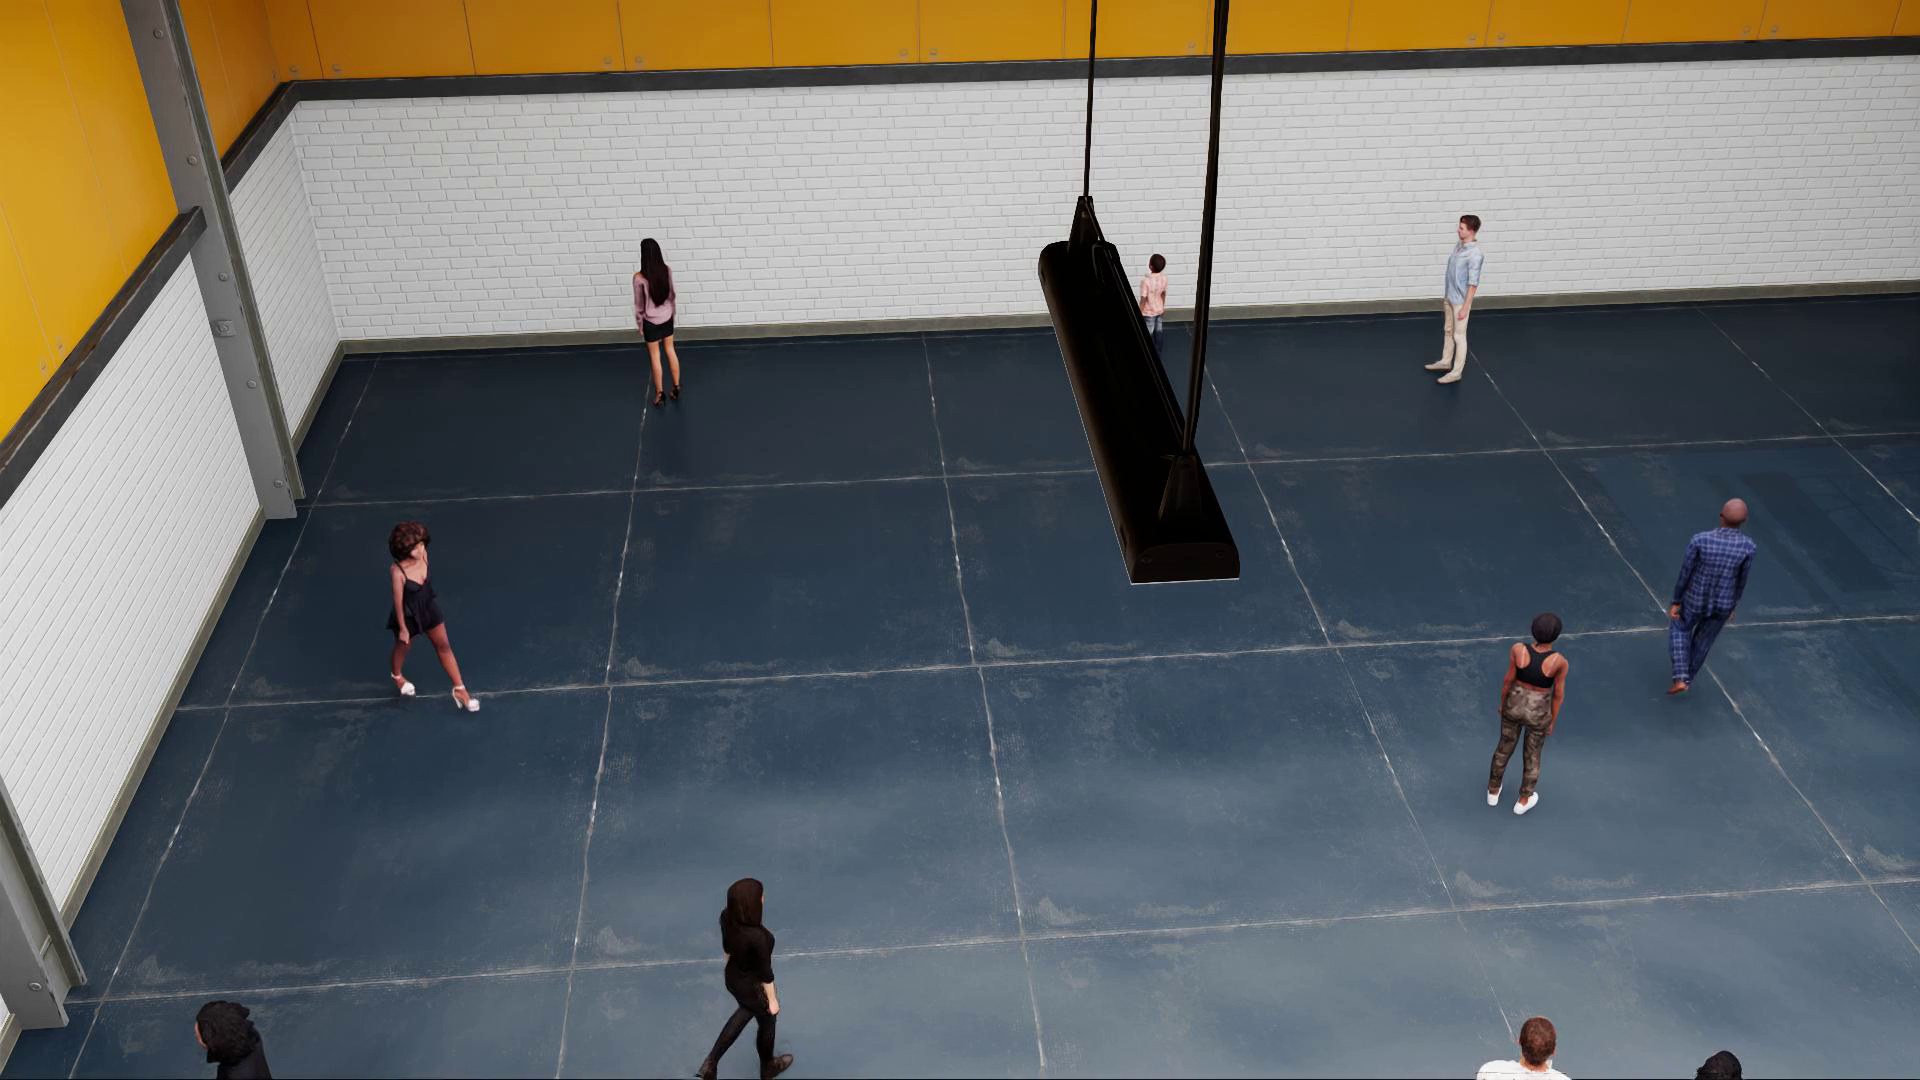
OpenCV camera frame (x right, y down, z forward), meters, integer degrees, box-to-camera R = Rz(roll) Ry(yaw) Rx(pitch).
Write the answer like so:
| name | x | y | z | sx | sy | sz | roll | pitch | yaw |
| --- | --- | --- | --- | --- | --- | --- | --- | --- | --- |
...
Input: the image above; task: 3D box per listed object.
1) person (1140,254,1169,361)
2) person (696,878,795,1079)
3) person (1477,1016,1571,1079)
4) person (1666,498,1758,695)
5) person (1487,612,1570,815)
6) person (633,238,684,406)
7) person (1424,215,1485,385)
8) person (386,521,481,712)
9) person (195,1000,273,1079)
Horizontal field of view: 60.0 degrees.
| name | x | y | z | sx | sy | sz | roll | pitch | yaw |
| --- | --- | --- | --- | --- | --- | --- | --- | --- | --- |
| person | 2.060 | -2.451 | 17.755 | 0.581 | 1.307 | 0.613 | -20 | 38 | -27 |
| person | -1.299 | 2.657 | 9.781 | 0.918 | 1.629 | 0.892 | -27 | 42 | -34 |
| person | 2.860 | 3.267 | 8.675 | 0.808 | 1.836 | 0.909 | 9 | 35 | 14 |
| person | 5.802 | 0.493 | 12.877 | 0.823 | 1.805 | 0.958 | 8 | 35 | 12 |
| person | 4.050 | 1.224 | 11.873 | 0.662 | 1.699 | 0.705 | 20 | 39 | 27 |
| person | -3.072 | -2.215 | 16.946 | 0.693 | 1.810 | 0.716 | -25 | 41 | -33 |
| person | 5.226 | -2.534 | 17.393 | 0.722 | 1.846 | 0.483 | -5 | 34 | -8 |
| person | -4.247 | 0.574 | 12.827 | 1.034 | 1.725 | 1.065 | 18 | 38 | 25 |
| person | -3.753 | 3.116 | 8.902 | 0.726 | 1.836 | 0.527 | -8 | 35 | -12 |
